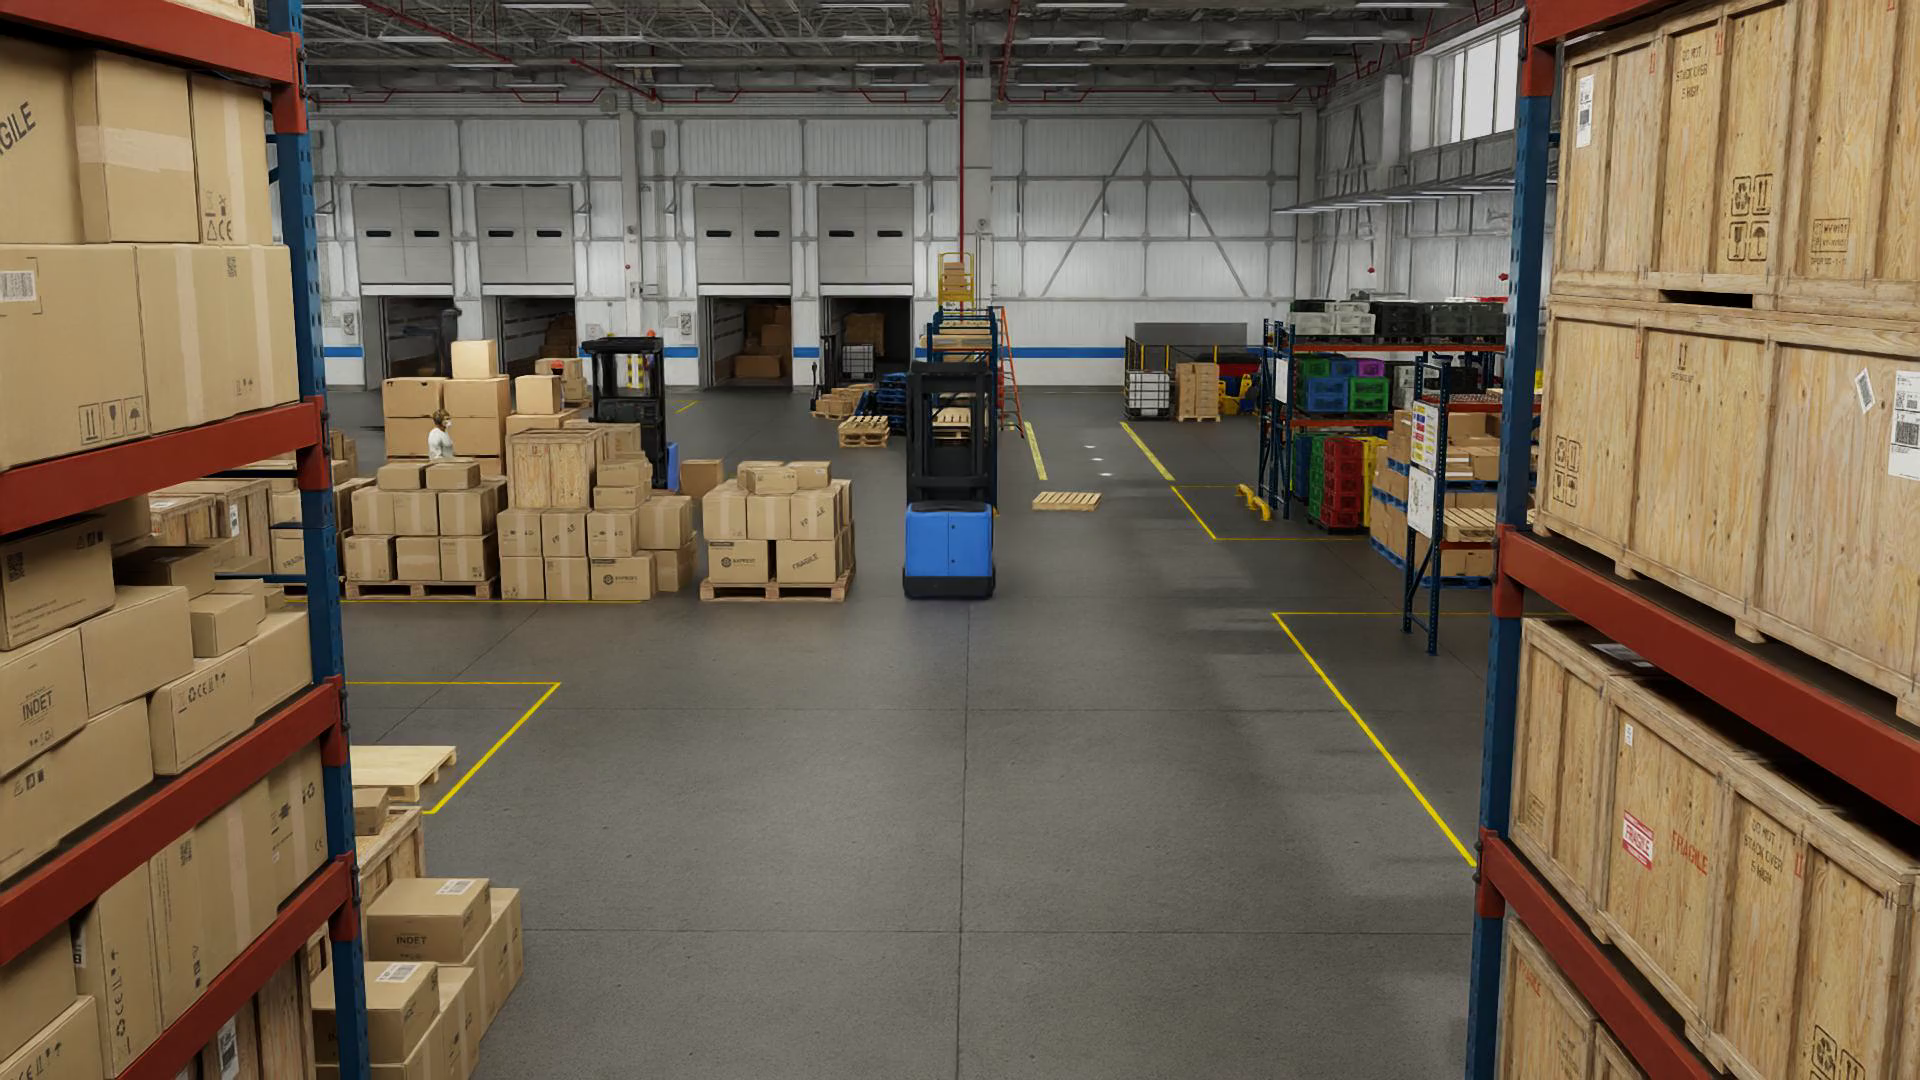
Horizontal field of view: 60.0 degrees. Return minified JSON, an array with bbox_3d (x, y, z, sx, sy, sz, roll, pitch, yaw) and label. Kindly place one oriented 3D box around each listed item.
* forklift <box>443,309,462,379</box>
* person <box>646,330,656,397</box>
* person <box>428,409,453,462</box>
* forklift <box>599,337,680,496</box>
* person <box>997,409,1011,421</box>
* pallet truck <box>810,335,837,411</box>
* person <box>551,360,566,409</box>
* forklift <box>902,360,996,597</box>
[{"bbox_3d":[-11.663,-3.918,38.306,1.873,2.768,1.129,-3,10,-17],"label":"forklift"},{"bbox_3d":[-8.736,-5.002,47.308,0.388,1.930,0.544,-9,14,-43],"label":"person"},{"bbox_3d":[-7.311,-0.889,23.545,0.372,1.940,0.631,-1,10,-7],"label":"person"},{"bbox_3d":[-5.067,-1.764,25.881,1.129,2.768,1.873,0,10,1],"label":"forklift"},{"bbox_3d":[0.700,-3.824,40.646,1.060,1.874,0.621,2,10,12],"label":"person"},{"bbox_3d":[-3.021,-4.312,43.126,1.885,1.965,0.823,3,10,17],"label":"pallet truck"},{"bbox_3d":[-8.250,-2.728,34.158,0.356,1.936,0.551,-2,10,-12],"label":"person"},{"bbox_3d":[-0.129,-0.810,20.374,1.129,2.768,1.873,0,10,1],"label":"forklift"}]
